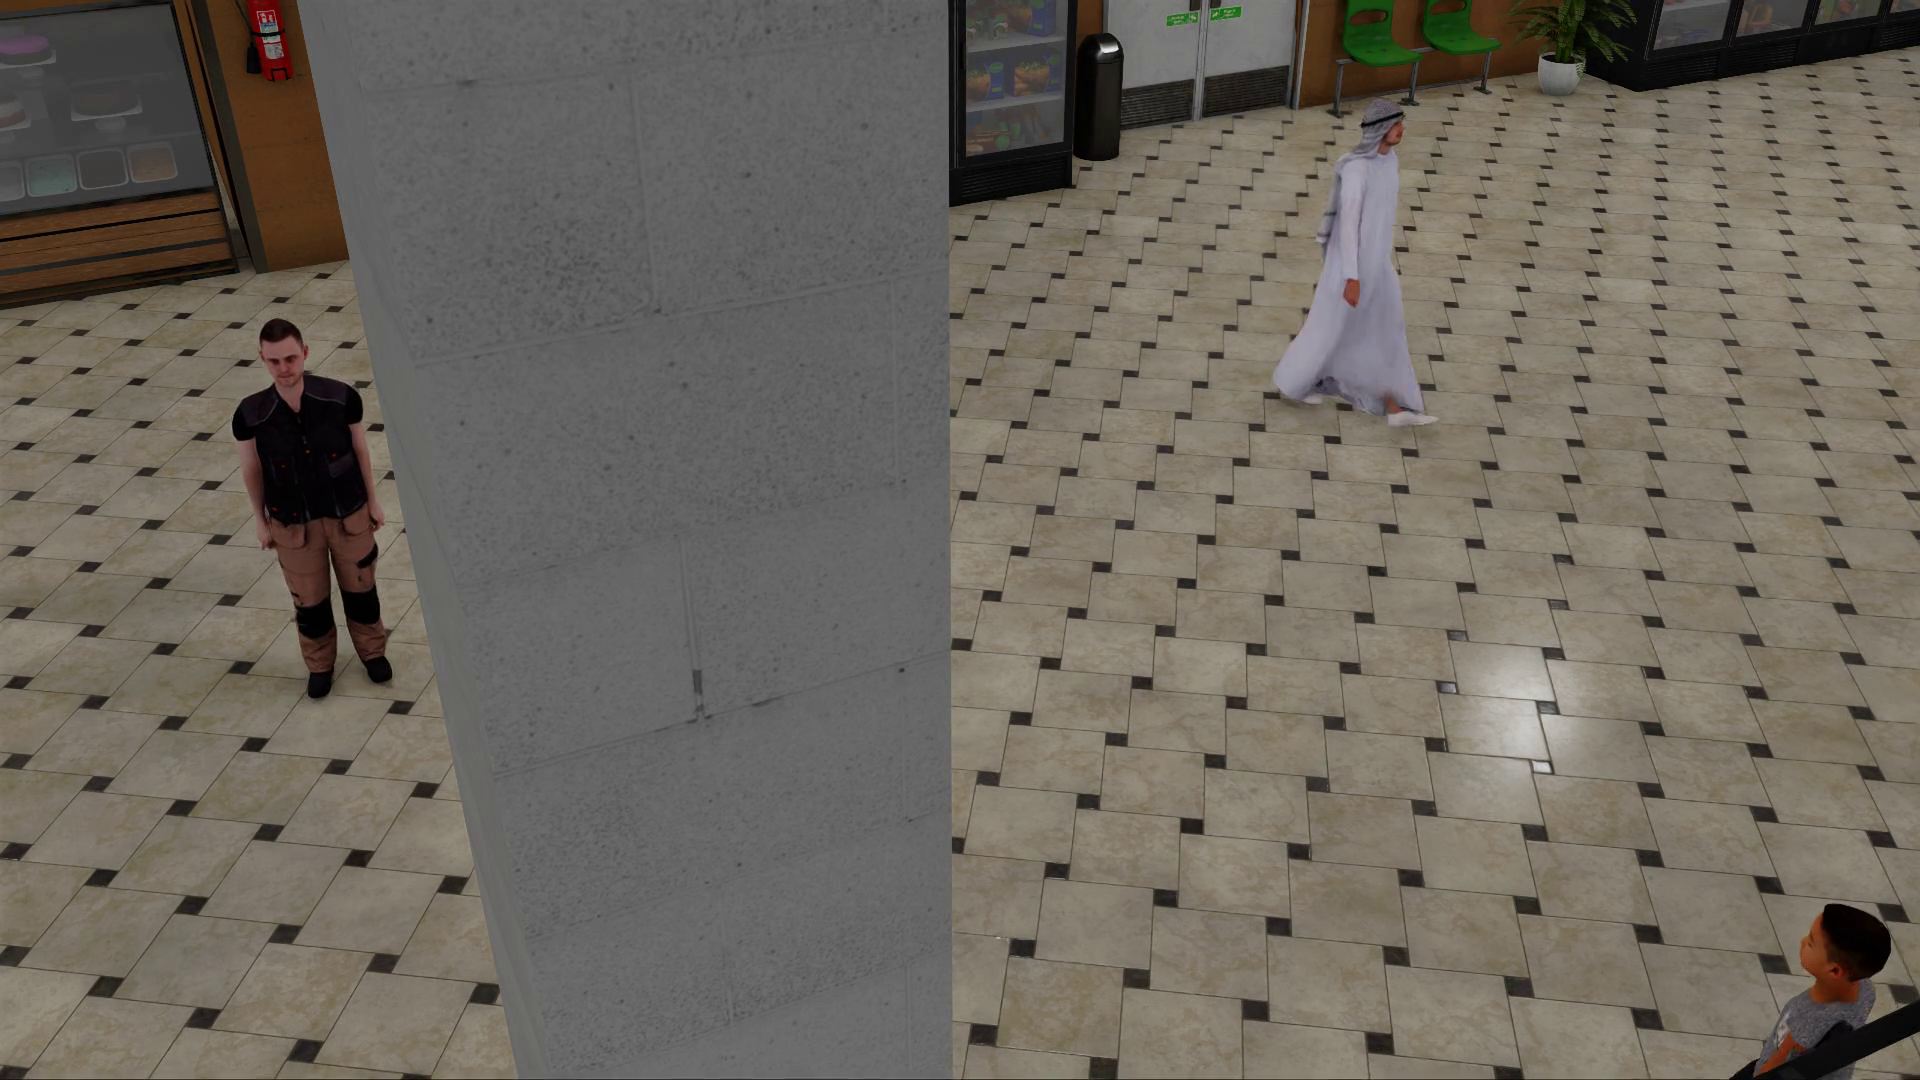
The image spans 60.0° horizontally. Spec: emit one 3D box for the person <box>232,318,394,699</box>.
[{"bbox_3d":[-2.771,-0.137,7.205,0.675,1.826,0.601,-13,34,-20],"label":"person"}]

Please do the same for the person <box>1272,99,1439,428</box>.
[{"bbox_3d":[2.172,-1.551,9.433,1.376,1.874,1.045,26,41,36],"label":"person"}]

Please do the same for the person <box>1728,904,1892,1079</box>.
[{"bbox_3d":[2.474,1.612,4.772,1.057,1.428,0.938,15,35,23],"label":"person"}]
